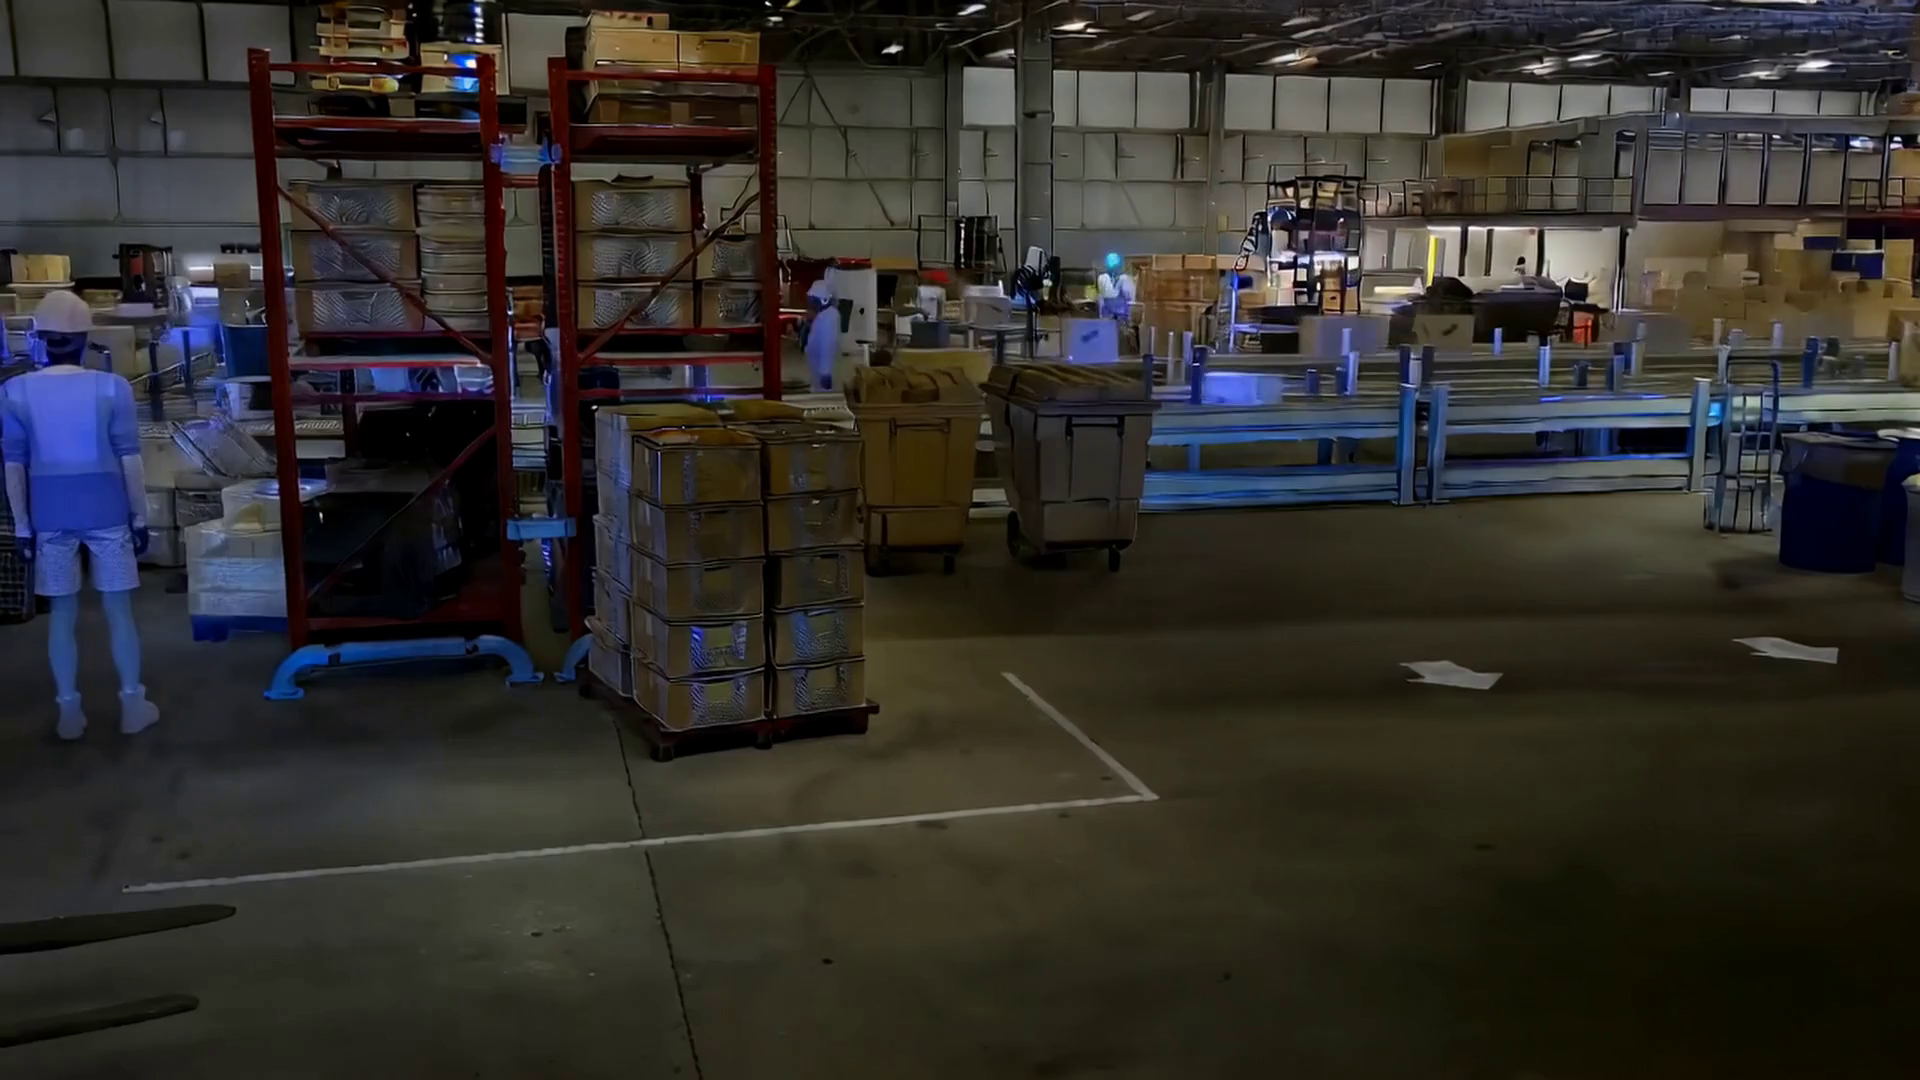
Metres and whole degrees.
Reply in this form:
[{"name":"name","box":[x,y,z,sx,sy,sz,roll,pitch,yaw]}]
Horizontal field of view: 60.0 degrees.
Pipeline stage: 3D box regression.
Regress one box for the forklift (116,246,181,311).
[{"name":"forklift","box":[-19.966,-6.232,40.894,1.157,1.987,2.680,-3,10,-15]}]

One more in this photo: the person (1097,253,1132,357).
[{"name":"person","box":[2.624,-3.876,28.361,0.621,2.007,0.843,2,10,11]}]

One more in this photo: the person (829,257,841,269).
[{"name":"person","box":[-2.747,-5.418,37.452,0.660,1.882,0.647,-1,10,-6]}]

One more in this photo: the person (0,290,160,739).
[{"name":"person","box":[-3.814,-0.105,7.216,0.542,1.939,0.362,-3,11,-19]}]

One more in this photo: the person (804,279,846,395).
[{"name":"person","box":[-1.271,-1.758,16.985,0.812,1.807,0.604,-1,10,-7]}]

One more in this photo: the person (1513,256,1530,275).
[{"name":"person","box":[16.708,-7.540,49.577,0.508,1.844,0.332,-1,10,-4]}]

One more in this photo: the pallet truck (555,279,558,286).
[{"name":"pallet truck","box":[-10.604,-6.375,44.520,0.653,1.274,1.630,-3,10,-15]}]

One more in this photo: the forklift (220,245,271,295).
[{"name":"forklift","box":[-17.749,-6.334,41.440,1.157,1.987,2.680,-3,10,-17]}]
